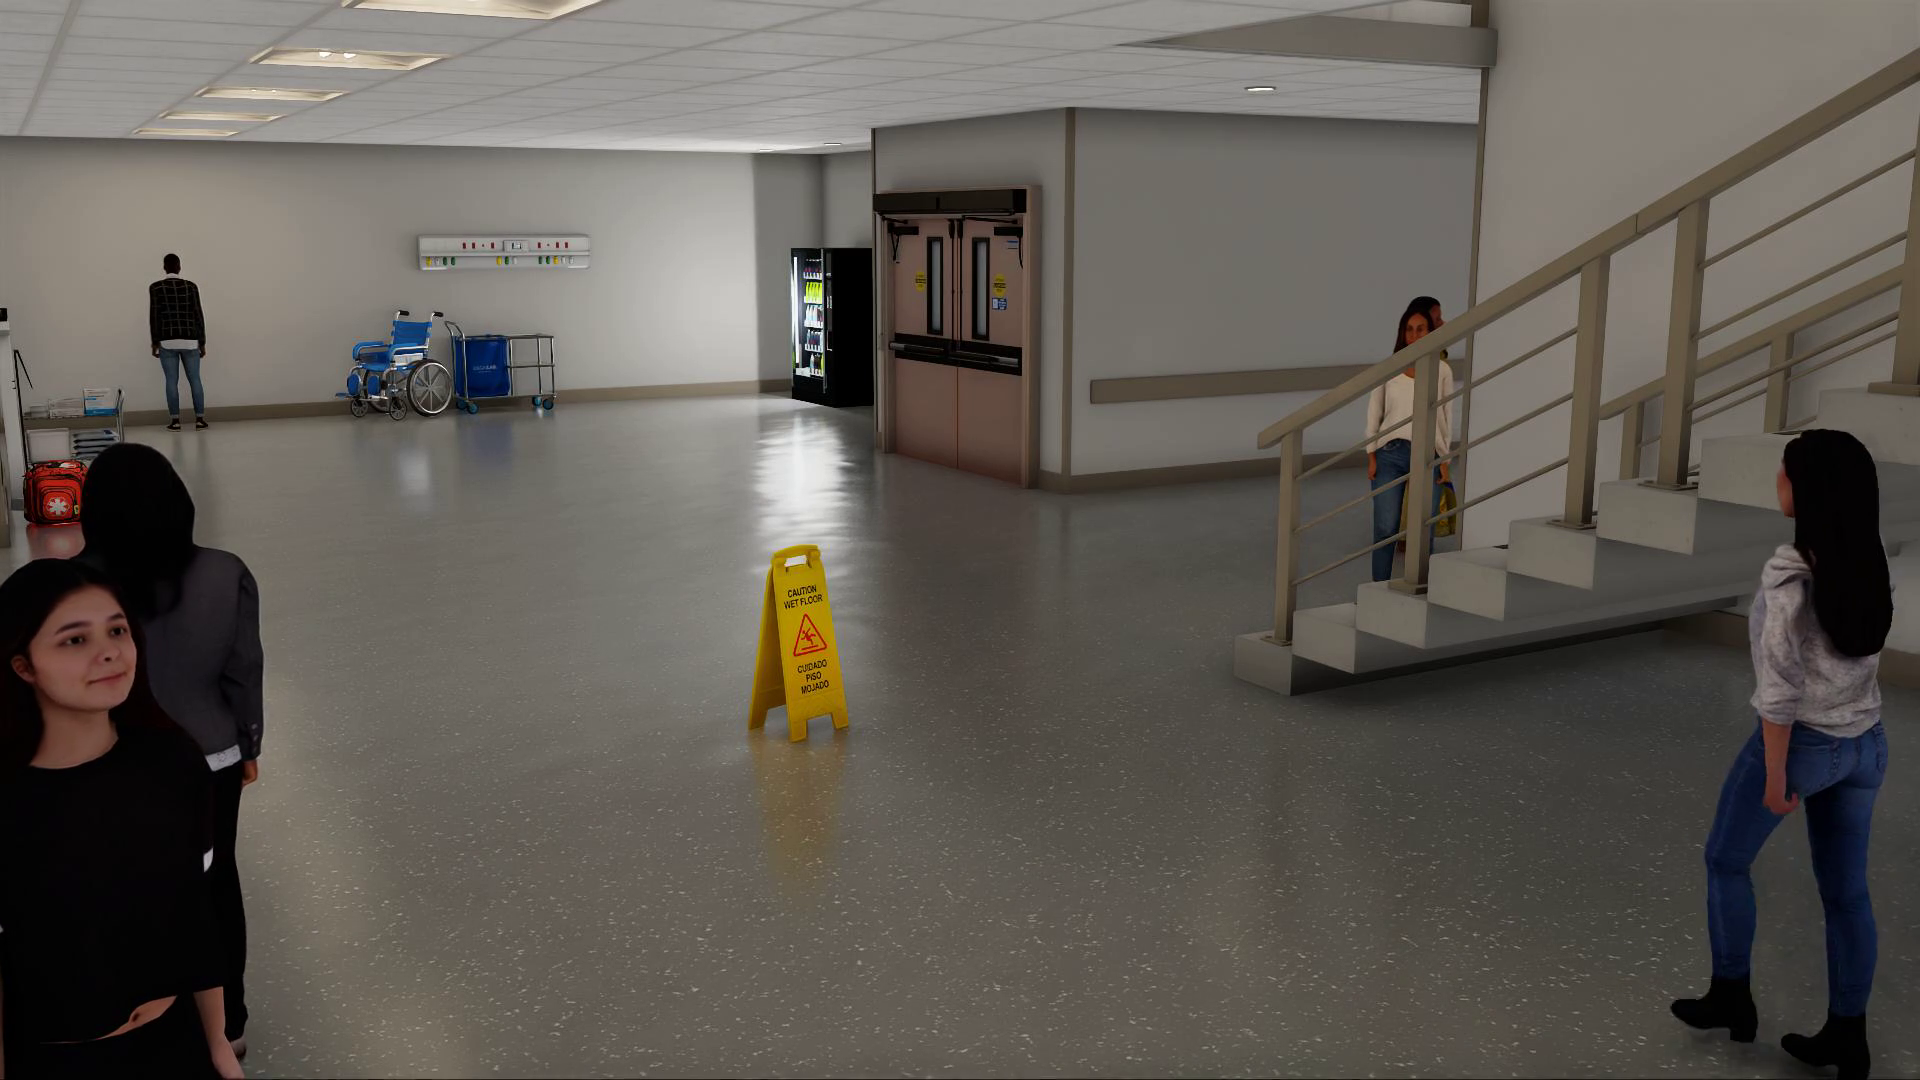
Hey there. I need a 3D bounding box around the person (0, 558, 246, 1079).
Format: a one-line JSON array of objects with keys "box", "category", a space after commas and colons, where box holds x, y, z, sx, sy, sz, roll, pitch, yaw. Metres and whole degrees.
[{"box": [-1.316, 0.828, 2.544, 0.737, 1.637, 0.708, 6, 12, 29], "category": "person"}]

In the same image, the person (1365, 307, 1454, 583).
[{"box": [2.436, -0.426, 9.030, 0.692, 1.682, 0.740, 2, 11, 11], "category": "person"}]

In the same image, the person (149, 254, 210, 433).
[{"box": [-8.084, -2.044, 17.192, 0.663, 1.819, 0.518, -6, 12, -30], "category": "person"}]

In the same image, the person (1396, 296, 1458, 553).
[{"box": [2.999, -0.770, 10.905, 1.061, 1.660, 0.990, 2, 11, 12], "category": "person"}]

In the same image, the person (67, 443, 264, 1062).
[{"box": [-1.986, 0.557, 4.092, 0.741, 1.593, 0.741, 10, 15, 43], "category": "person"}]

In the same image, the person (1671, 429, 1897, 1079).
[{"box": [2.157, 0.555, 4.054, 0.637, 1.610, 0.717, -5, 12, -23], "category": "person"}]
